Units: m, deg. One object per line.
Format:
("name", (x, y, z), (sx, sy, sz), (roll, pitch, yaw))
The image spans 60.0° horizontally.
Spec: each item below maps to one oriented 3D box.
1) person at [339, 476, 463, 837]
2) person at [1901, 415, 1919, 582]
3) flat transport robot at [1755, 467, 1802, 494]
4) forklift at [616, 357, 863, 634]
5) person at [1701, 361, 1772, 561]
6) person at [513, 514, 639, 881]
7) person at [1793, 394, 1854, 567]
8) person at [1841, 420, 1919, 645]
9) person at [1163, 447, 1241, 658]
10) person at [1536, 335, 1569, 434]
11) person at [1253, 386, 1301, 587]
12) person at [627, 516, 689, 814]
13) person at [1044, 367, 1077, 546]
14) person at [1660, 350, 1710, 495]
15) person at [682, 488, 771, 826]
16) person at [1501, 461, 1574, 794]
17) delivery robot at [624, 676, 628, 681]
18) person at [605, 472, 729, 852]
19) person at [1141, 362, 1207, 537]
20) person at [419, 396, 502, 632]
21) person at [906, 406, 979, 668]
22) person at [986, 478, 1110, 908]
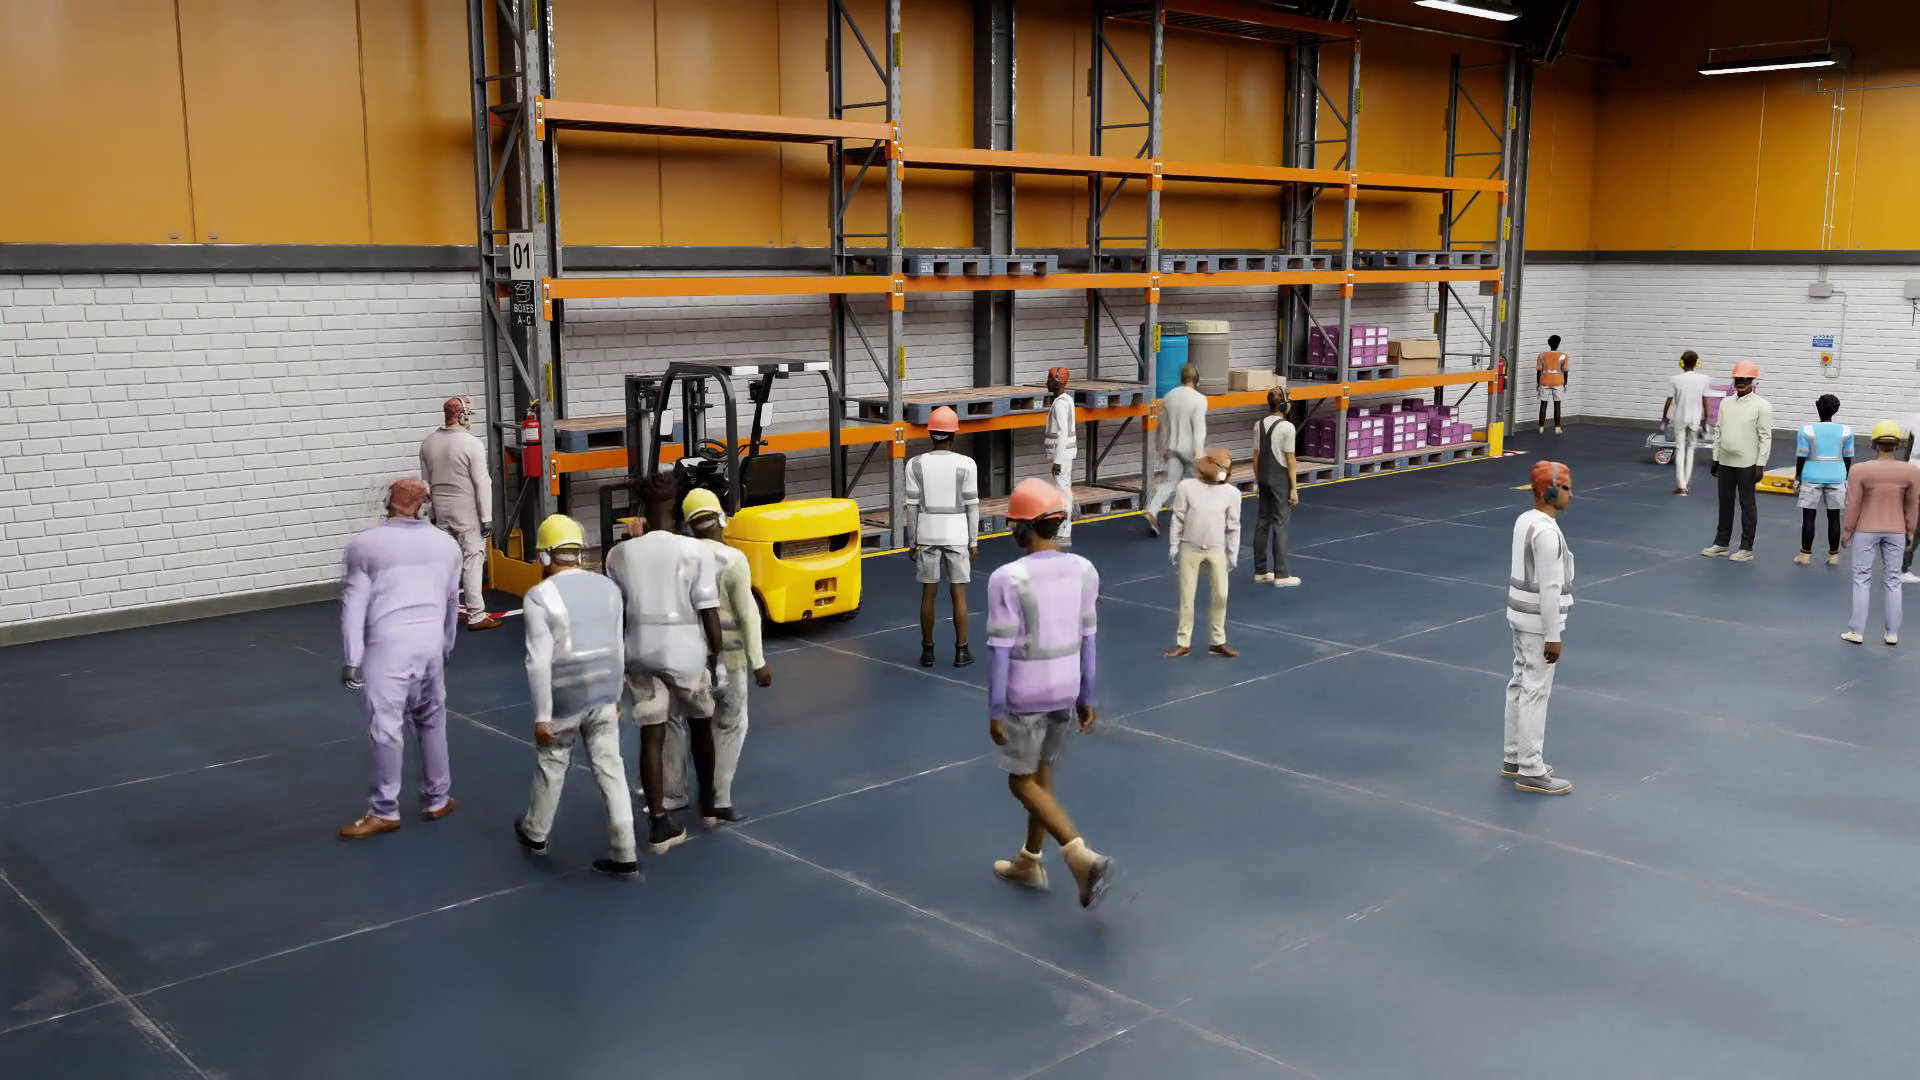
("person", (-3.018, 0.609, 8.837), (0.396, 1.872, 0.776), (9, 13, 42))
("person", (9.143, -0.527, 15.458), (0.979, 1.871, 0.605), (-1, 10, -5))
("flat transport robot", (10.870, -0.781, 21.628), (1.431, 0.197, 0.652), (-9, 13, -43))
("forklift", (-1.847, -0.414, 13.852), (1.214, 2.155, 2.313), (-9, 13, -42))
("person", (7.789, -0.792, 16.642), (0.369, 1.996, 0.622), (-5, 11, -25))
("person", (-1.916, 0.763, 8.219), (0.909, 1.766, 0.617), (9, 13, 41))
("person", (8.436, -0.579, 16.273), (0.530, 1.697, 0.321), (2, 10, 11))
("person", (7.186, -0.056, 13.017), (0.533, 1.765, 0.326), (2, 10, 12))
("person", (1.814, 0.106, 12.509), (0.594, 1.617, 0.303), (0, 10, 2))
("person", (10.111, -2.653, 28.413), (0.541, 1.696, 0.316), (5, 11, 27))
("person", (2.915, -0.493, 15.335), (0.343, 1.847, 0.507), (-7, 12, -34))
("person", (-1.651, 0.675, 9.109), (0.312, 1.636, 0.520), (-3, 10, -14))
("person", (1.046, -0.874, 17.460), (0.359, 1.883, 0.573), (1, 10, 8))
("person", (9.278, -1.513, 21.321), (0.558, 1.843, 0.756), (1, 10, 8))
("person", (-1.312, 0.623, 8.951), (0.637, 1.809, 0.404), (8, 13, 40))
("person", (3.306, 0.490, 9.477), (0.356, 1.882, 0.573), (1, 10, 3))
("delivery robot", (-2.349, 0.716, 11.759), (0.477, 0.478, 0.707), (-1, 10, -4))
("person", (-1.491, 0.602, 8.699), (0.677, 1.919, 0.839), (2, 10, 10))
("person", (2.362, -0.960, 17.935), (0.897, 1.907, 0.628), (-8, 12, -38))
("person", (-4.047, -0.214, 13.526), (0.650, 1.906, 0.401), (5, 11, 25))
("person", (-0.125, -0.017, 12.282), (0.542, 1.938, 0.358), (1, 10, 7))
("person", (0.432, 0.728, 7.724), (0.605, 2.020, 0.791), (-7, 12, -37))
